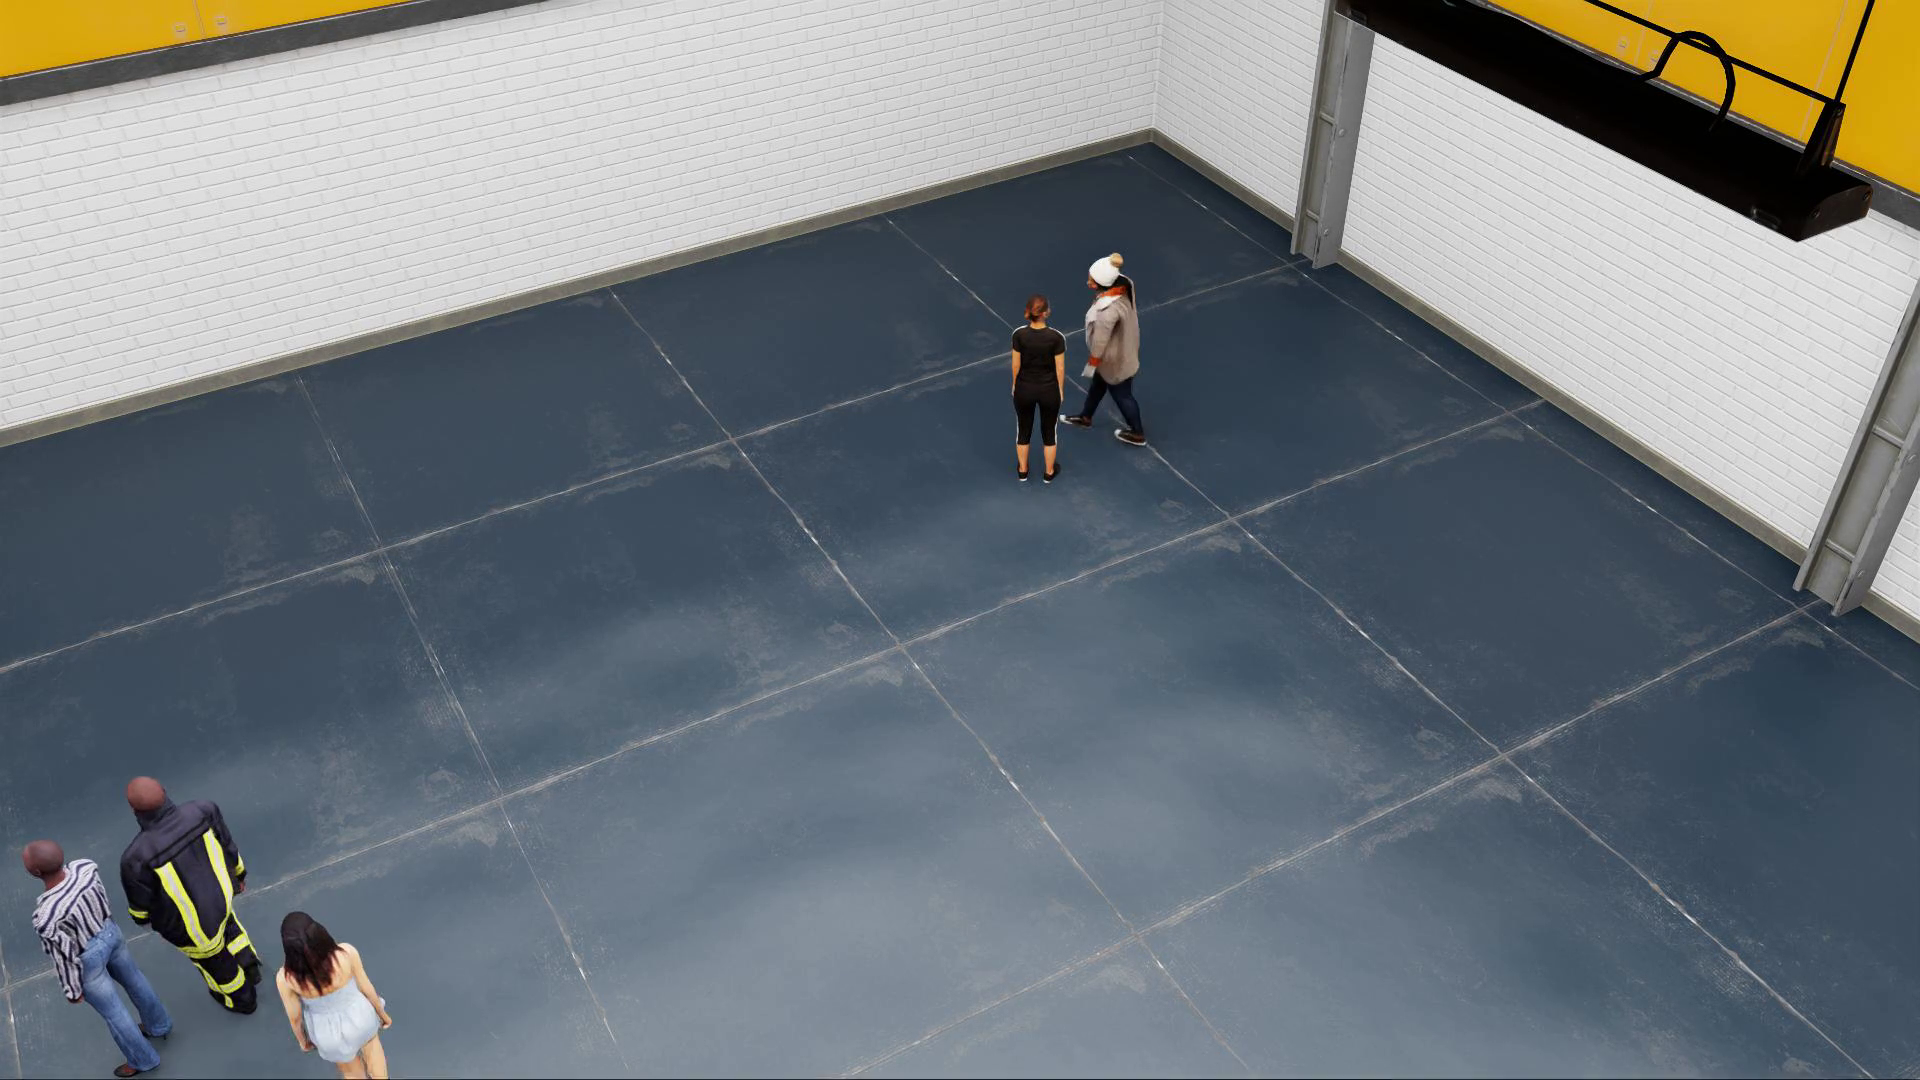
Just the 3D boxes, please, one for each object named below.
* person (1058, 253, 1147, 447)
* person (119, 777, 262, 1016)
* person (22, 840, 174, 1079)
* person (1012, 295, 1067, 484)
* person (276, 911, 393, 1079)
[{"bbox_3d":[1.342,-1.552,13.504,1.154,1.843,1.107,14,41,17],"label":"person"},{"bbox_3d":[-4.145,1.981,9.104,0.938,1.814,0.903,21,43,24],"label":"person"},{"bbox_3d":[-4.588,2.207,8.834,0.759,1.796,0.655,3,39,4],"label":"person"},{"bbox_3d":[0.615,-1.196,13.198,0.652,1.668,0.702,8,39,10],"label":"person"},{"bbox_3d":[-3.121,2.540,8.482,0.601,1.716,0.568,-21,43,-24],"label":"person"}]
